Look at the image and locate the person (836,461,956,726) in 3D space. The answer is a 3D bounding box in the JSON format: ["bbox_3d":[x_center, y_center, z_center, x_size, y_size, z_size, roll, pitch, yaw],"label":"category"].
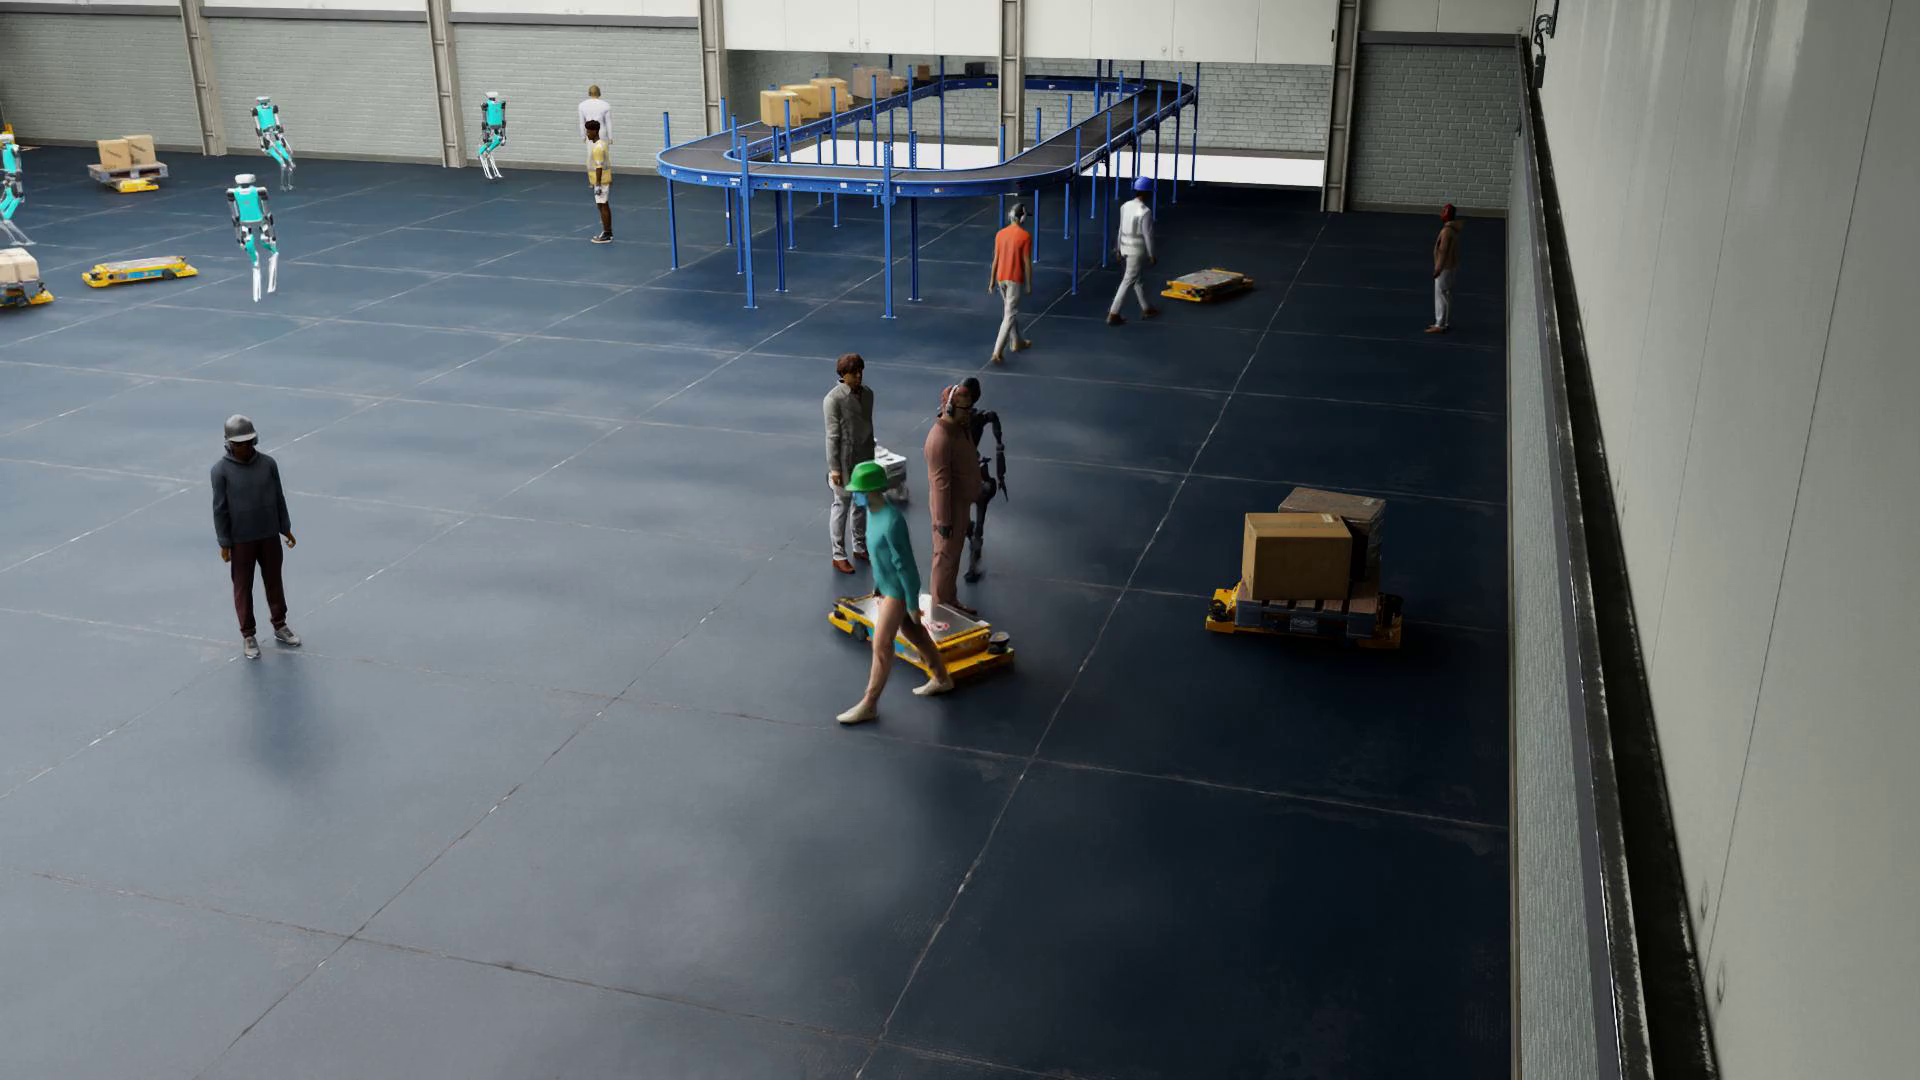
[{"bbox_3d":[-0.425,0.319,11.209,0.902,1.815,0.571,-7,22,-17],"label":"person"}]

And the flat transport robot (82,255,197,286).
[{"bbox_3d":[-12.044,-3.947,24.416,1.431,0.231,0.659,-15,26,-34],"label":"flat transport robot"}]

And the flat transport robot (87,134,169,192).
[{"bbox_3d":[-16.030,-6.919,32.124,0.659,0.231,1.431,-16,26,-36],"label":"flat transport robot"}]

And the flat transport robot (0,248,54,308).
[{"bbox_3d":[-13.239,-3.295,22.724,1.431,0.231,0.659,-15,26,-34],"label":"flat transport robot"}]

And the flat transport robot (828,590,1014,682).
[{"bbox_3d":[-0.307,0.676,12.425,0.659,0.231,1.431,-17,27,-36],"label":"flat transport robot"}]

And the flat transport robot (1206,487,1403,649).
[{"bbox_3d":[2.643,0.559,12.728,1.431,0.231,0.659,6,22,14],"label":"flat transport robot"}]

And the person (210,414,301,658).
[{"bbox_3d":[-5.160,-0.050,12.158,0.539,1.814,0.365,-18,28,-39],"label":"person"}]

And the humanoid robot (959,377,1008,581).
[{"bbox_3d":[0.125,-0.536,13.651,0.604,1.620,0.743,7,22,17],"label":"humanoid robot"}]

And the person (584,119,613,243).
[{"bbox_3d":[-5.823,-5.800,26.878,0.371,1.958,0.601,-2,21,-6],"label":"person"}]

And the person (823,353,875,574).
[{"bbox_3d":[-0.881,-0.641,13.673,0.365,1.832,0.510,18,28,39],"label":"person"}]

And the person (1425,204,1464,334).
[{"bbox_3d":[6.215,-3.465,21.252,0.314,1.647,0.476,12,24,29],"label":"person"}]

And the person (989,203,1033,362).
[{"bbox_3d":[0.587,-3.112,20.056,0.528,1.860,0.989,14,25,32],"label":"person"}]

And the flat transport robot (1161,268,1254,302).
[{"bbox_3d":[3.508,-3.604,23.524,0.659,0.231,1.431,17,27,37],"label":"flat transport robot"}]

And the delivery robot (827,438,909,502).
[{"bbox_3d":[-0.851,-0.656,15.509,0.802,0.614,0.499,20,28,41],"label":"delivery robot"}]

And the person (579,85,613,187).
[{"bbox_3d":[-6.987,-7.772,32.037,0.622,1.932,0.365,-1,21,-2],"label":"person"}]

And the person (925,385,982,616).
[{"bbox_3d":[-0.036,-0.245,12.542,0.405,1.904,0.650,4,22,11],"label":"person"}]

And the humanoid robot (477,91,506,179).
[{"bbox_3d":[-9.210,-7.920,32.500,0.735,1.673,0.533,17,27,37],"label":"humanoid robot"}]

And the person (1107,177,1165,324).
[{"bbox_3d":[2.291,-3.776,21.722,0.943,1.906,0.612,-8,23,-20],"label":"person"}]

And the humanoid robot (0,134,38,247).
[{"bbox_3d":[-15.219,-5.538,26.479,0.542,1.775,0.670,18,27,39],"label":"humanoid robot"}]

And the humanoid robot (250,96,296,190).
[{"bbox_3d":[-12.975,-7.509,31.617,0.815,1.754,0.543,16,26,36],"label":"humanoid robot"}]

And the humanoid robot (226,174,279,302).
[{"bbox_3d":[-9.732,-4.204,23.077,0.541,1.783,0.909,-3,21,-9],"label":"humanoid robot"}]
